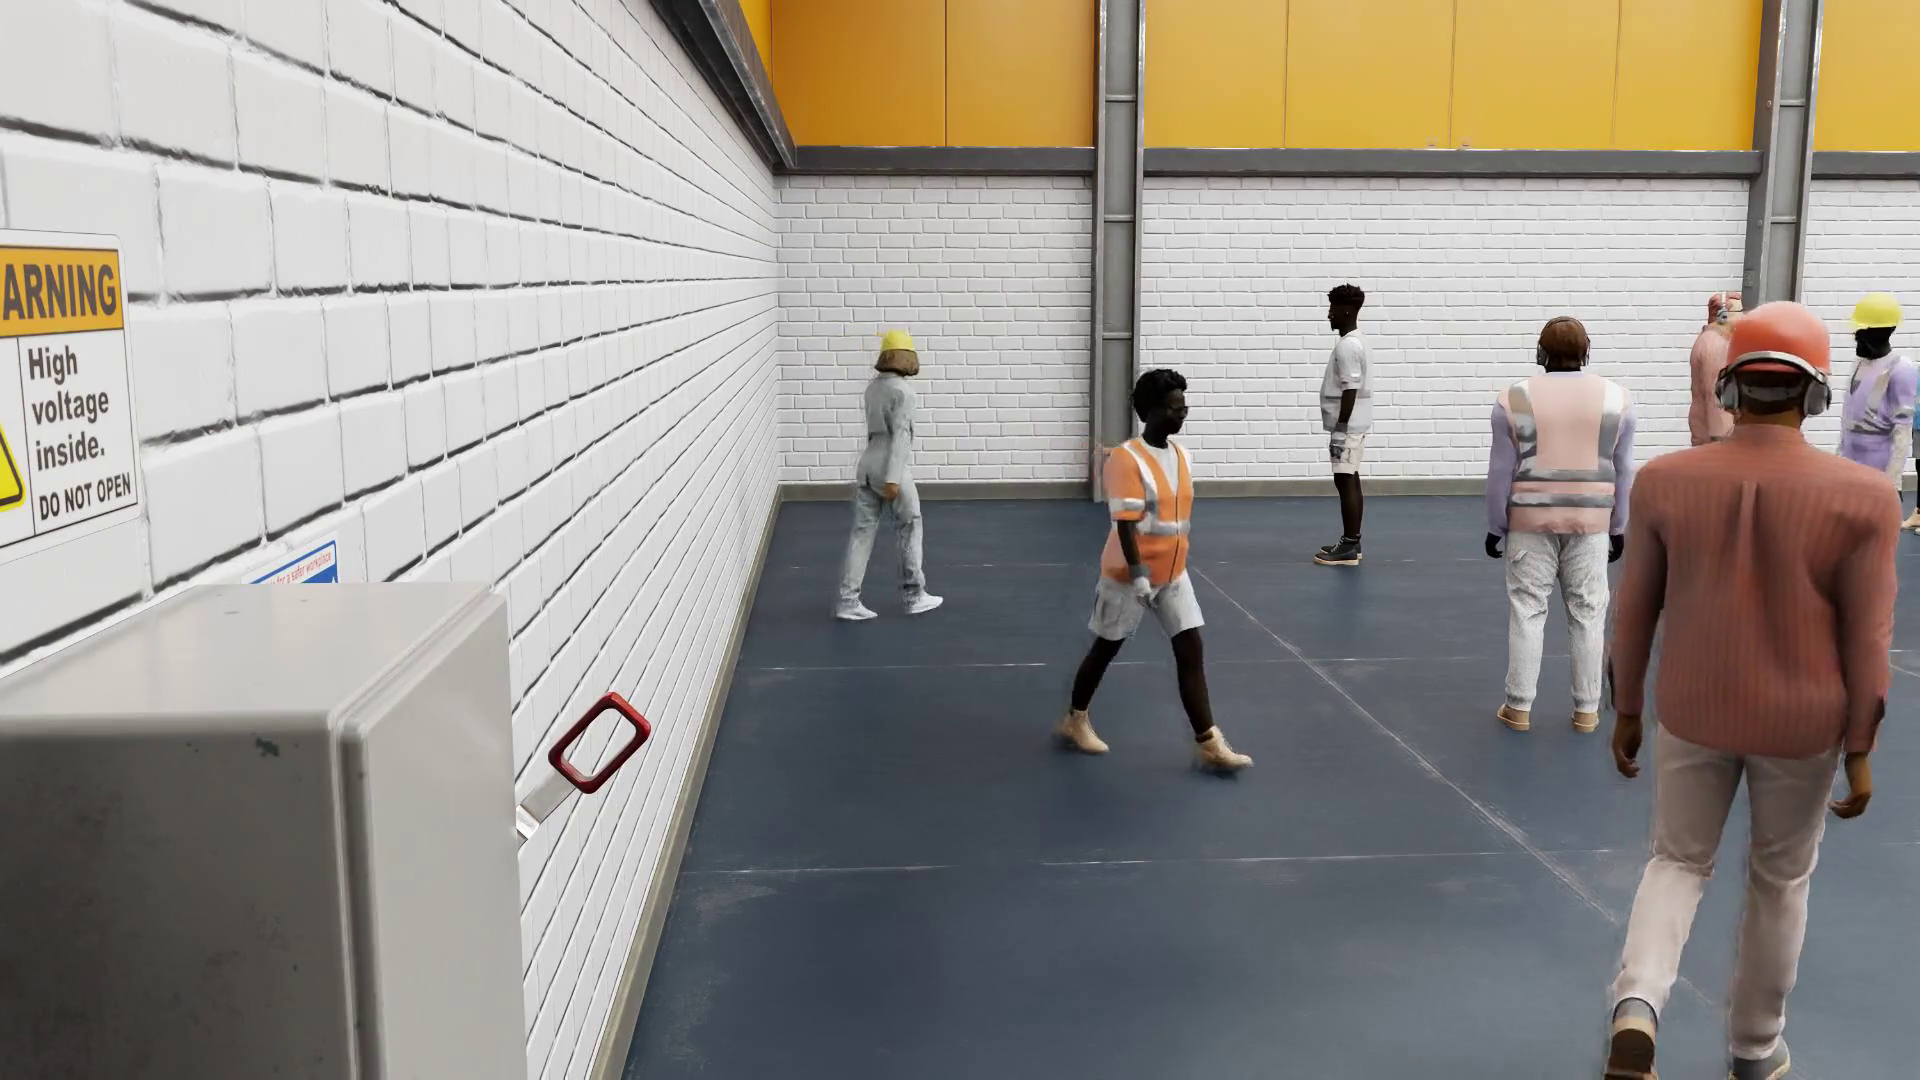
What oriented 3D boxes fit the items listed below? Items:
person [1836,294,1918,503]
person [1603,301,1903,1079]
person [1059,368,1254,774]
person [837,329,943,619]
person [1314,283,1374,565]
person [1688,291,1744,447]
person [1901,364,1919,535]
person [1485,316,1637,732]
[{"bbox_3d":[5.144,-0.417,9.417,0.433,1.920,0.652,0,9,2],"label":"person"},{"bbox_3d":[1.836,0.424,3.935,0.623,1.970,0.749,7,11,36],"label":"person"},{"bbox_3d":[0.770,0.123,6.813,0.536,1.651,0.887,-8,12,-42],"label":"person"},{"bbox_3d":[-0.416,-0.382,9.820,0.805,1.696,0.504,-8,12,-40],"label":"person"},{"bbox_3d":[2.698,-0.807,11.656,0.361,1.964,0.618,4,10,21],"label":"person"},{"bbox_3d":[5.363,-0.796,11.778,0.407,1.909,0.639,3,10,19],"label":"person"},{"bbox_3d":[7.587,-0.882,12.976,0.317,1.696,0.537,0,9,2],"label":"person"},{"bbox_3d":[2.641,-0.063,7.371,0.621,1.847,0.429,2,9,11],"label":"person"}]
